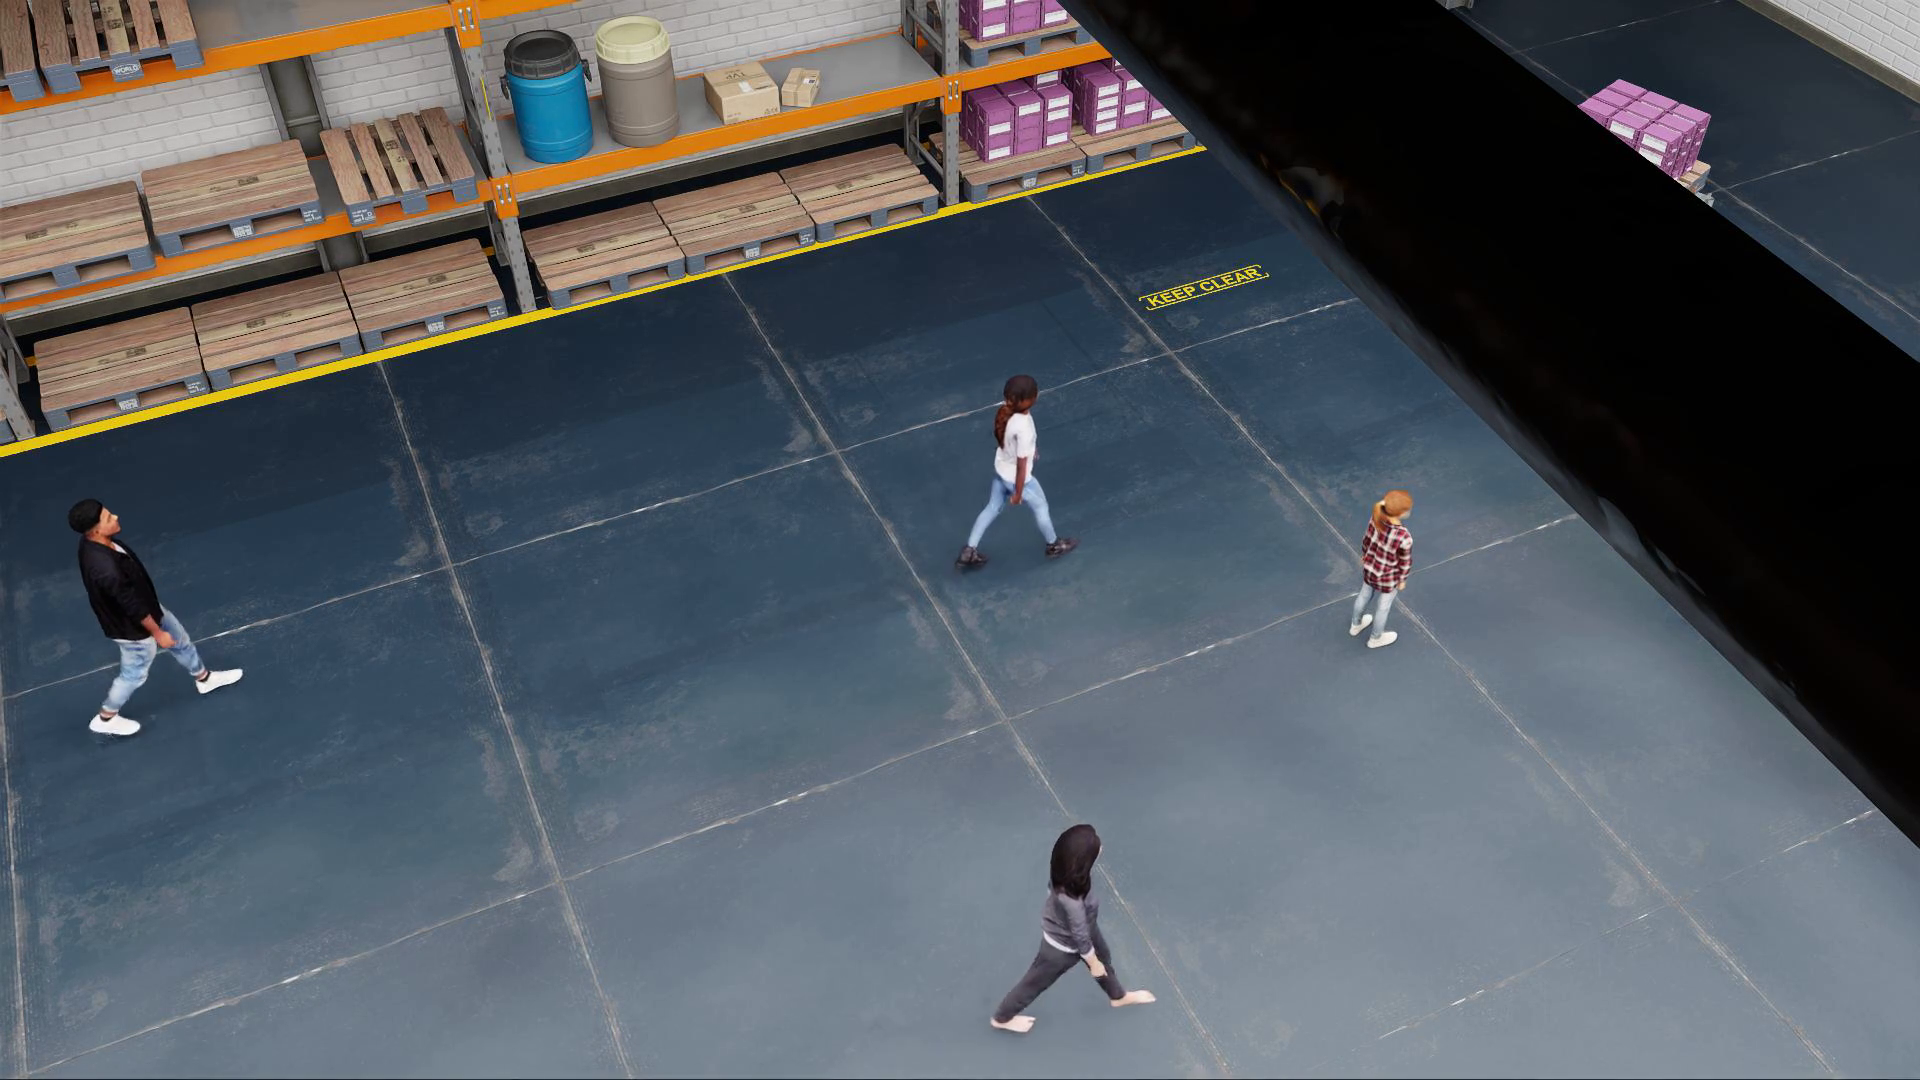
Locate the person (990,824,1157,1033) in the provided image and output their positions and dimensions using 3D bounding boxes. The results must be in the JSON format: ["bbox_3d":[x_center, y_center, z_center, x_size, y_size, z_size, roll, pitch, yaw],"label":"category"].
[{"bbox_3d":[0.470,2.109,8.751,1.240,1.710,0.901,-3,44,-4],"label":"person"}]

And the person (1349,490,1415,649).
[{"bbox_3d":[2.815,0.183,11.066,0.540,1.306,0.562,-27,50,-26],"label":"person"}]

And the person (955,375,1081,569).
[{"bbox_3d":[0.297,-0.424,11.432,1.162,1.678,0.669,-14,45,-14],"label":"person"}]

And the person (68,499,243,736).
[{"bbox_3d":[-5.255,0.522,10.366,1.167,1.780,0.701,-20,47,-19],"label":"person"}]
